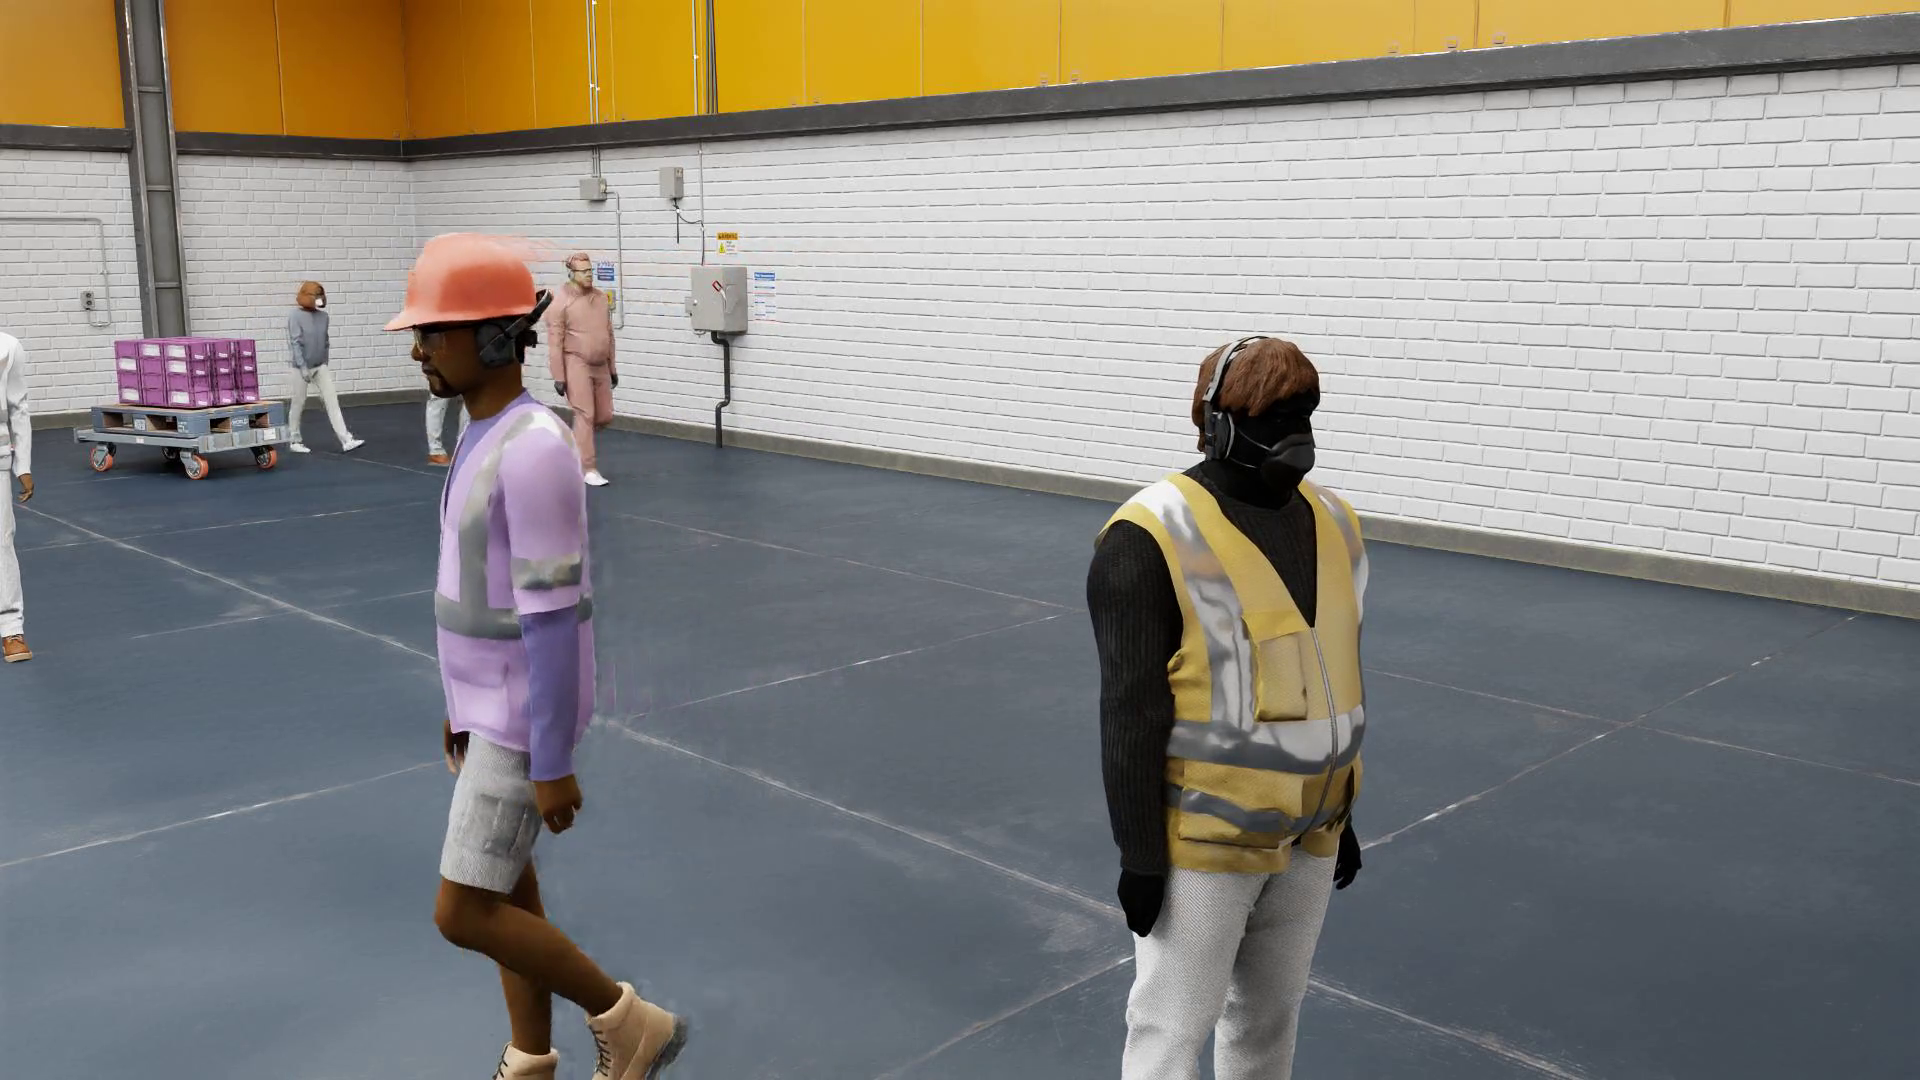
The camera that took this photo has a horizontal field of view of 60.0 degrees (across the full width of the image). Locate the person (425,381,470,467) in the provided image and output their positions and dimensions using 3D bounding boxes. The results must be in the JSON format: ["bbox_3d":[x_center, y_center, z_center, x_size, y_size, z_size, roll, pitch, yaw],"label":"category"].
[{"bbox_3d":[-4.431,-1.582,14.519,0.623,1.919,0.643,4,11,23],"label":"person"}]

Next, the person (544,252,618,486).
[{"bbox_3d":[-3.105,-1.397,13.580,0.643,1.884,0.654,7,12,32],"label":"person"}]

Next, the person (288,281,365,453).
[{"bbox_3d":[-5.954,-1.582,15.385,0.826,1.590,0.513,5,12,26],"label":"person"}]

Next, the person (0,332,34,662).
[{"bbox_3d":[-4.676,-0.338,7.823,0.575,1.882,0.355,-6,12,-30],"label":"person"}]

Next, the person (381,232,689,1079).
[{"bbox_3d":[-0.955,0.363,3.598,0.476,2.025,0.614,-4,11,-22],"label":"person"}]

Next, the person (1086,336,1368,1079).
[{"bbox_3d":[0.536,0.543,3.129,0.625,1.844,0.429,-8,13,-36],"label":"person"}]
